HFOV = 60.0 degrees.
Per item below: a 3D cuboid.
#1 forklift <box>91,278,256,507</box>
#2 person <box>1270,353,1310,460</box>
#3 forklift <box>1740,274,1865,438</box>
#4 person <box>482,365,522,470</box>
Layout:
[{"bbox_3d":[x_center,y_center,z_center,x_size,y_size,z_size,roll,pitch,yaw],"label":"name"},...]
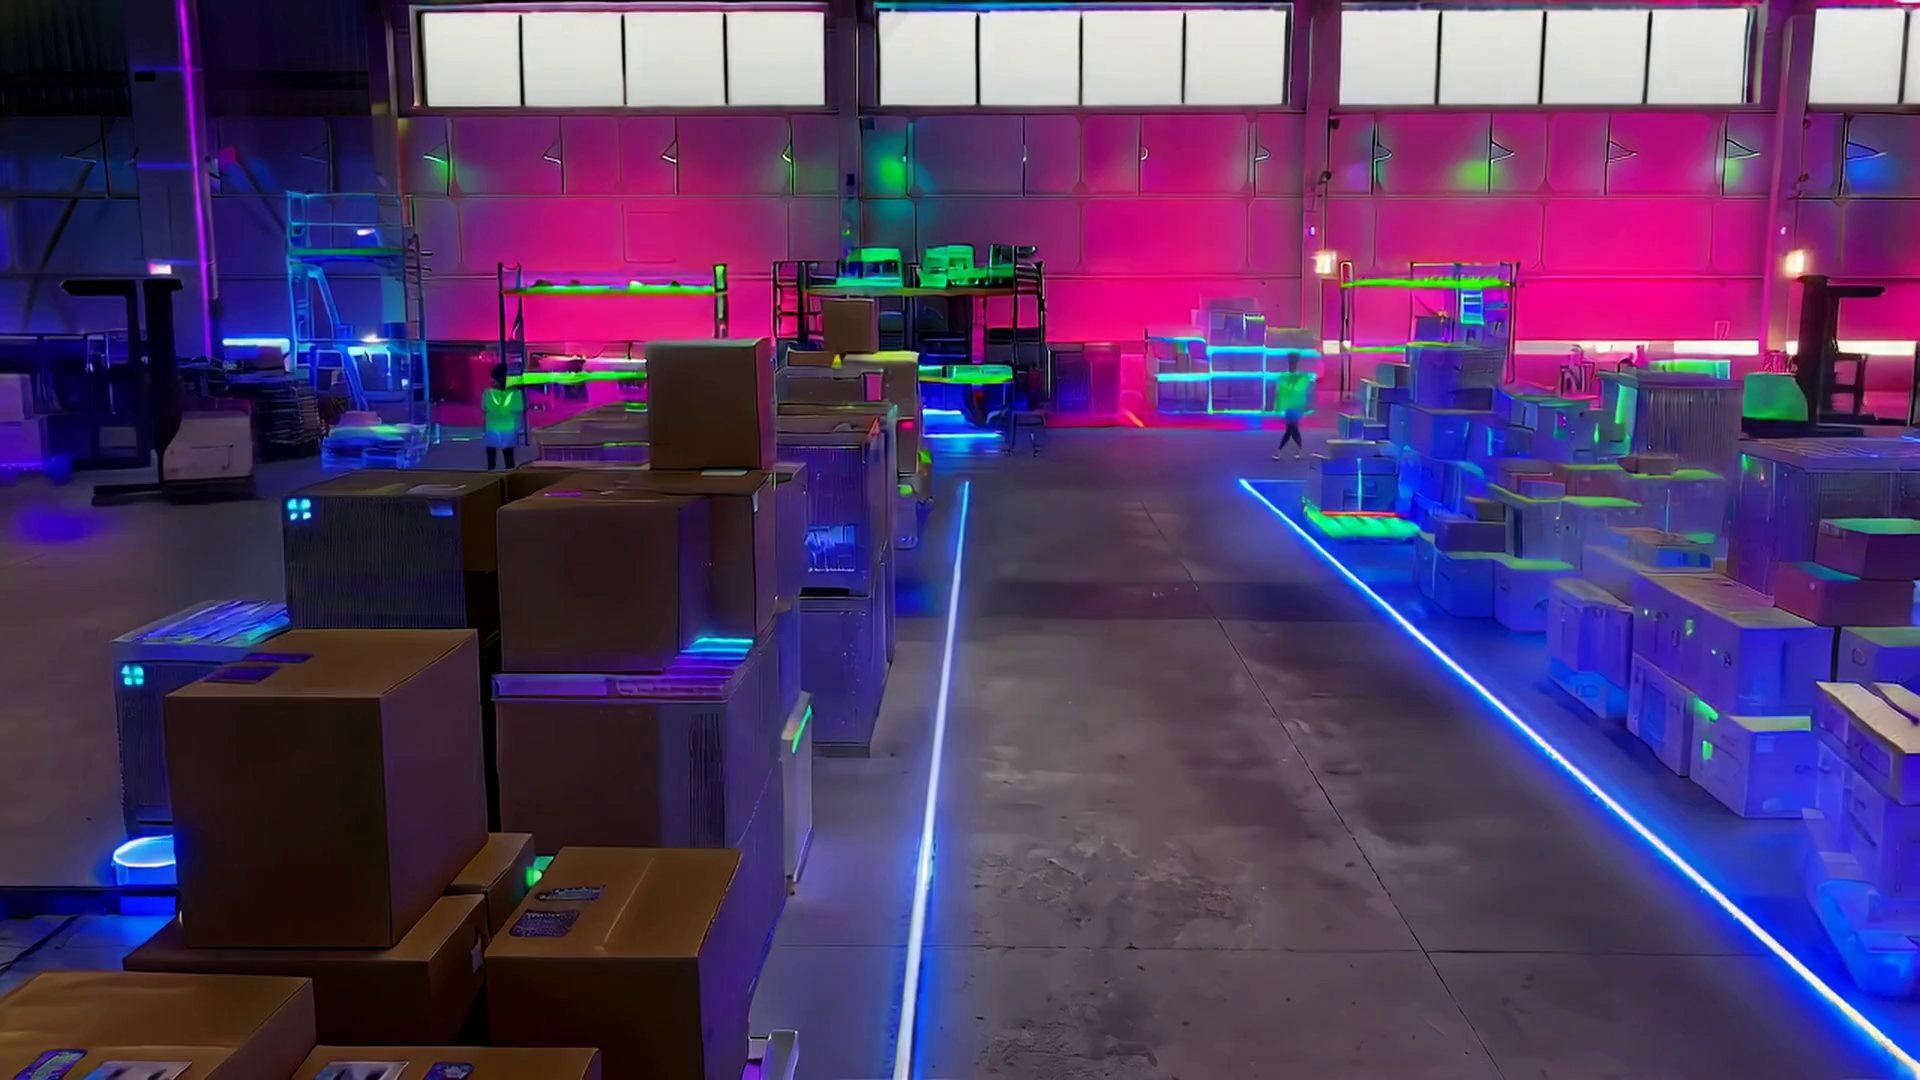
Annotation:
[{"bbox_3d":[-10.067,-1.916,21.114,1.873,2.768,1.129,-4,10,-25],"label":"forklift"},{"bbox_3d":[5.089,-2.060,25.649,0.904,1.631,0.547,-7,12,-36],"label":"person"},{"bbox_3d":[14.743,-3.218,28.910,1.873,2.768,1.129,6,11,32],"label":"forklift"},{"bbox_3d":[-6.079,-1.471,22.016,0.553,1.672,0.588,1,9,3],"label":"person"}]
